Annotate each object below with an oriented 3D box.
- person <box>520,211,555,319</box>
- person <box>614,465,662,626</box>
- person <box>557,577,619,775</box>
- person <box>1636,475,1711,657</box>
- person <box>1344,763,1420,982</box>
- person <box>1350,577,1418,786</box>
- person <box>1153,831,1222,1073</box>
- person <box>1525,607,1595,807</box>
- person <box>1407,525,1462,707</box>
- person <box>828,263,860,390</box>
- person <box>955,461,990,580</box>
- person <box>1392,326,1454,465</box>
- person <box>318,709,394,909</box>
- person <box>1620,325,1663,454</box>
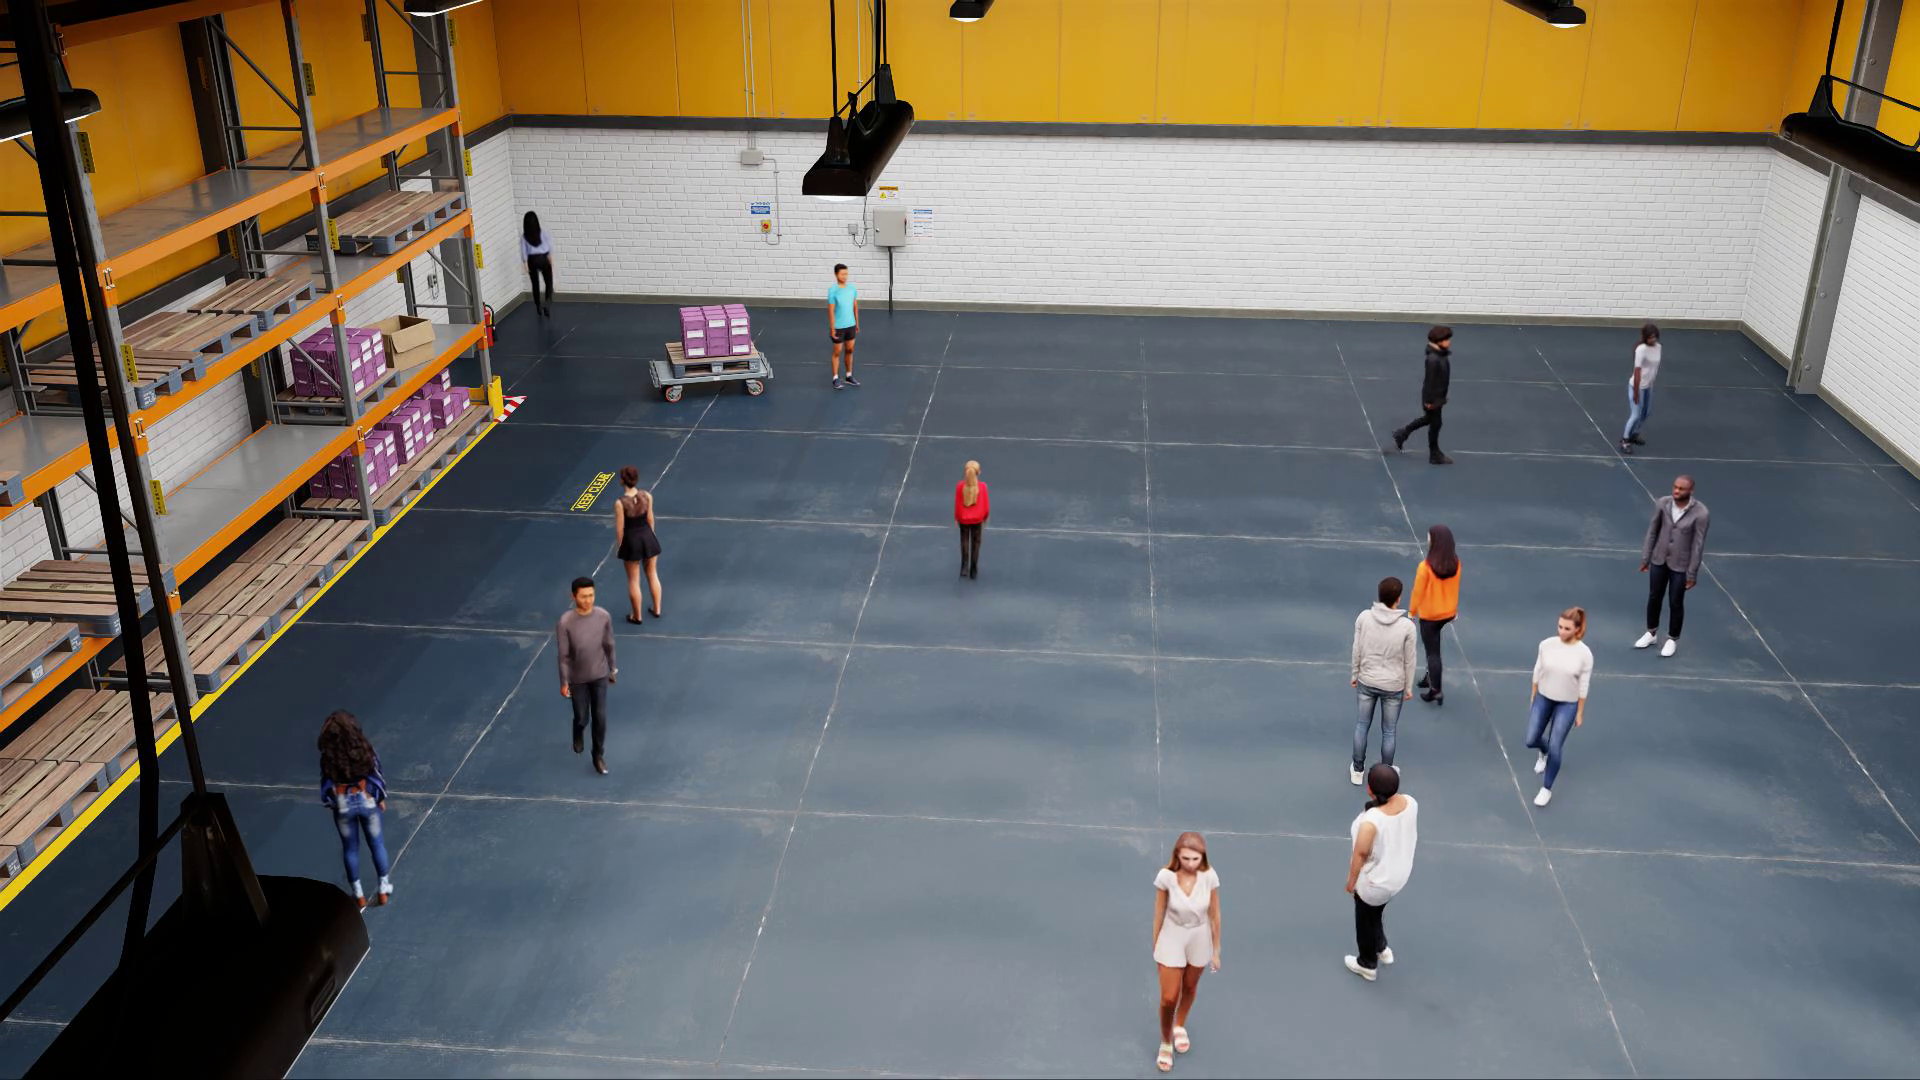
[{"bbox_3d":[-6.691,-4.350,26.467,0.830,1.728,1.053,-5,24,-12],"label":"person"},{"bbox_3d":[-3.200,0.040,16.490,0.682,1.675,0.737,-17,29,-33],"label":"person"},{"bbox_3d":[-3.149,1.102,13.959,0.928,1.758,0.855,0,24,0],"label":"person"},{"bbox_3d":[6.819,0.221,15.905,0.836,1.813,0.787,-19,30,-37],"label":"person"},{"bbox_3d":[2.888,2.291,11.338,0.780,1.678,0.830,-16,28,-33],"label":"person"},{"bbox_3d":[3.456,1.174,13.682,0.735,1.846,0.682,9,25,20],"label":"person"},{"bbox_3d":[1.448,2.552,10.738,0.624,1.681,0.725,-1,24,-3],"label":"person"},{"bbox_3d":[4.883,1.317,13.528,0.839,1.709,0.936,17,29,34],"label":"person"},{"bbox_3d":[4.316,0.711,14.883,0.754,1.733,0.805,-14,27,-29],"label":"person"},{"bbox_3d":[-1.647,-3.017,23.361,0.667,1.773,0.709,-16,28,-33],"label":"person"},{"bbox_3d":[0.116,-0.199,17.547,0.527,1.266,0.711,1,24,2],"label":"person"},{"bbox_3d":[5.801,-1.804,20.606,0.939,1.757,1.064,12,26,25],"label":"person"},{"bbox_3d":[-4.423,1.953,12.184,0.675,1.619,0.662,-6,24,-13],"label":"person"},{"bbox_3d":[8.563,-1.911,20.938,0.850,1.688,0.820,21,31,39],"label":"person"}]
